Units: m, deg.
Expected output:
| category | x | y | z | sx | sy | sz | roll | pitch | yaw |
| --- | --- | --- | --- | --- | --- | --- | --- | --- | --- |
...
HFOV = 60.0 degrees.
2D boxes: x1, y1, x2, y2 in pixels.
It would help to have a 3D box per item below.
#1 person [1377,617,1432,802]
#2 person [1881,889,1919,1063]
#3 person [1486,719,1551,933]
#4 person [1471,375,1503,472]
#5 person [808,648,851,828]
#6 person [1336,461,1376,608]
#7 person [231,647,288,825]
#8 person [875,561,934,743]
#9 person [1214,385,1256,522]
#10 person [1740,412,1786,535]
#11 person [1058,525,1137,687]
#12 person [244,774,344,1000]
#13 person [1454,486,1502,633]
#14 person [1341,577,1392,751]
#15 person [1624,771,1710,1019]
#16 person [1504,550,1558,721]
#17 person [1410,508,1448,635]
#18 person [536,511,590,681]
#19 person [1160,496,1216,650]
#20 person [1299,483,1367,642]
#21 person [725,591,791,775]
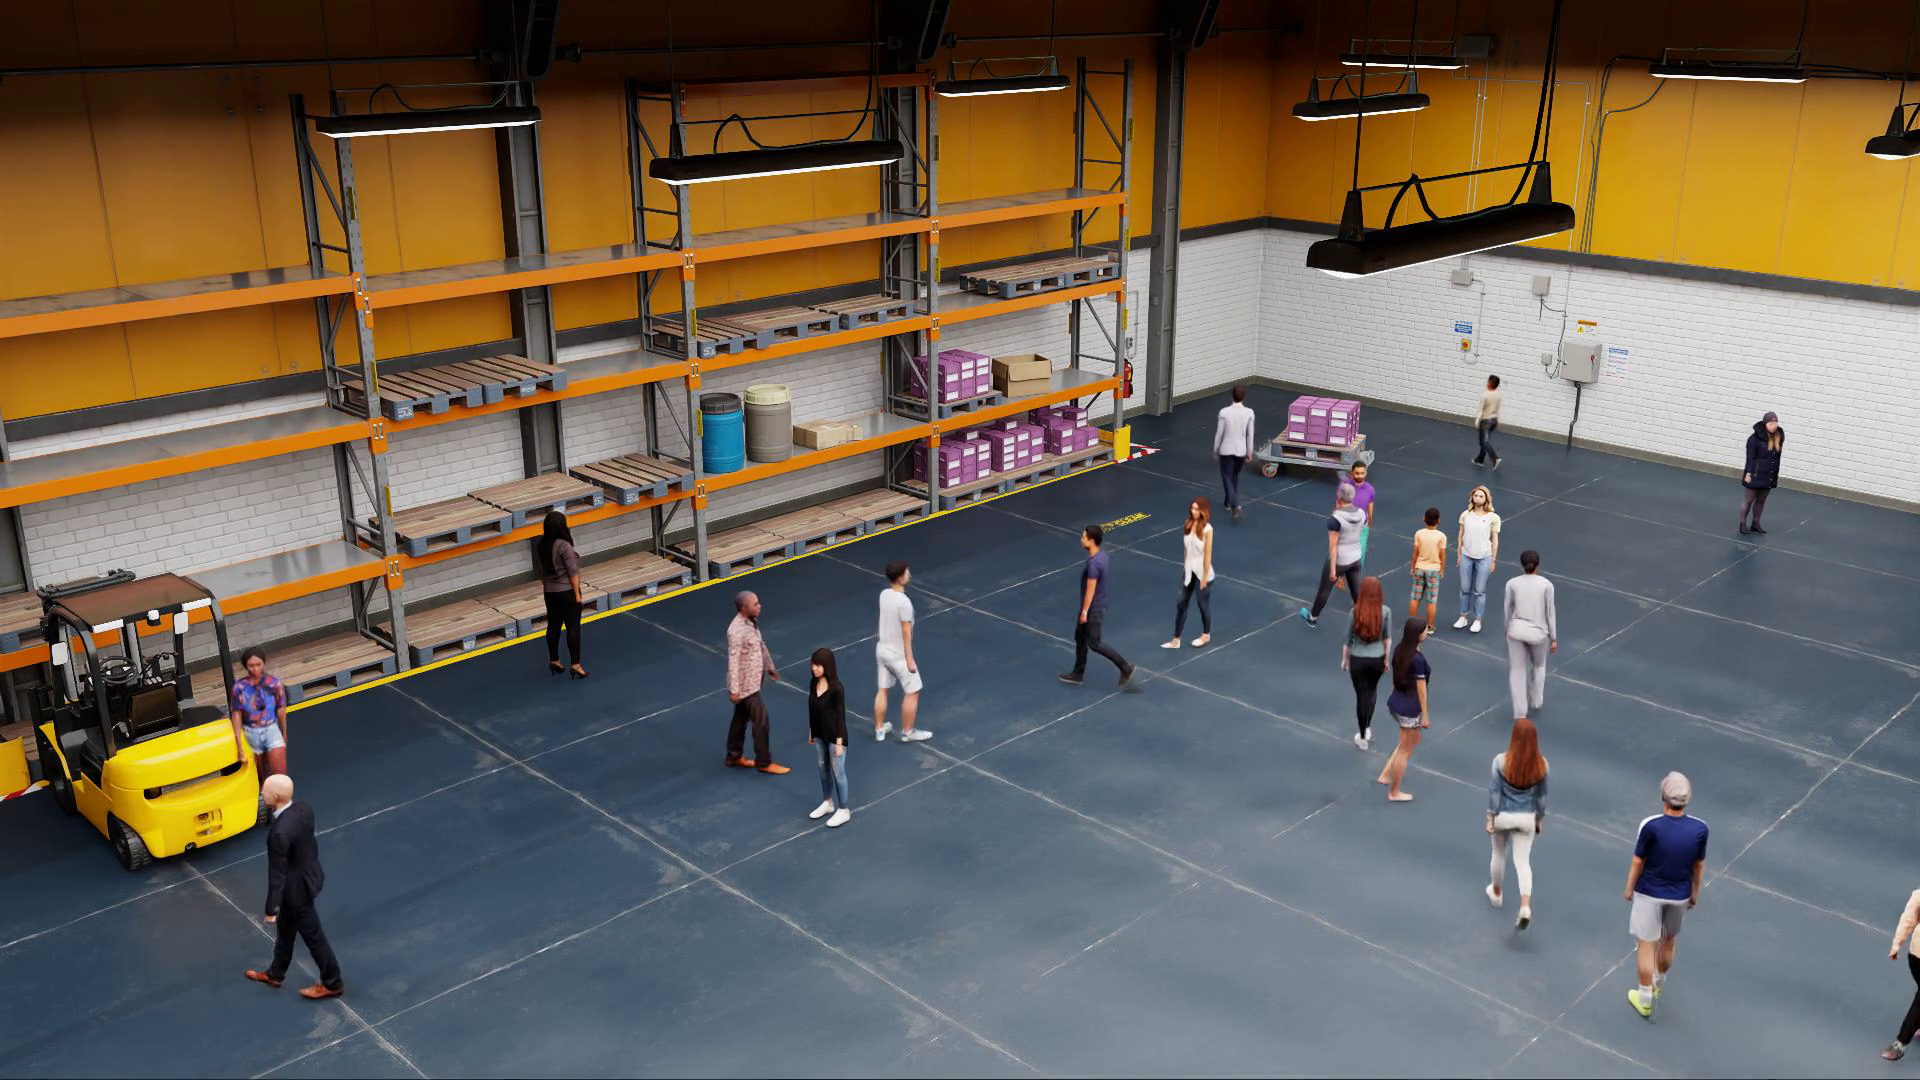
| category | x | y | z | sx | sy | sz | roll | pitch | yaw |
| --- | --- | --- | --- | --- | --- | --- | --- | --- | --- |
| person | 3.913 | 1.535 | 14.885 | 0.764 | 1.754 | 0.712 | -3 | 19 | -9 |
| person | 6.708 | 2.864 | 11.427 | 1.029 | 1.444 | 0.754 | -10 | 21 | -27 |
| person | 4.339 | 2.226 | 12.947 | 1.012 | 1.681 | 1.120 | 2 | 19 | 5 |
| person | 8.027 | -1.752 | 25.134 | 0.940 | 1.443 | 0.811 | -9 | 20 | -24 |
| person | -1.136 | 1.699 | 14.570 | 0.566 | 1.645 | 0.548 | 14 | 23 | 36 |
| person | 4.644 | -0.114 | 19.820 | 1.083 | 1.729 | 1.251 | 3 | 19 | 8 |
| person | -6.046 | 1.734 | 14.382 | 1.136 | 1.698 | 0.949 | -8 | 20 | -22 |
| person | -0.652 | 1.091 | 16.063 | 0.742 | 1.844 | 0.778 | -16 | 24 | -39 |
| person | 3.780 | -1.176 | 22.849 | 1.214 | 1.810 | 1.211 | -2 | 19 | -7 |
| person | 10.709 | -0.901 | 22.246 | 0.768 | 1.673 | 0.853 | -3 | 19 | -10 |
| person | 1.464 | 0.723 | 17.279 | 1.098 | 1.767 | 1.077 | 2 | 19 | 5 |
| person | -4.673 | 2.507 | 11.958 | 1.129 | 1.780 | 1.049 | -1 | 19 | -4 |
| person | 5.866 | 0.207 | 18.878 | 0.671 | 1.722 | 0.634 | 11 | 21 | 29 |
| person | 3.906 | 1.209 | 15.881 | 0.721 | 1.737 | 0.782 | 0 | 19 | 0 |
| person | 5.009 | 2.521 | 11.825 | 0.864 | 1.839 | 0.925 | 1 | 19 | 2 |
| person | 5.648 | 0.982 | 16.605 | 0.870 | 1.705 | 0.946 | 10 | 21 | 27 |
| person | 5.316 | 0.344 | 18.885 | 0.579 | 1.459 | 0.572 | 9 | 21 | 24 |
| person | -4.214 | 0.583 | 17.576 | 0.712 | 1.841 | 0.692 | 10 | 21 | 27 |
| person | 2.691 | 0.360 | 18.365 | 0.945 | 1.761 | 0.710 | -14 | 23 | -35 |
| person | 4.343 | 0.312 | 18.496 | 1.239 | 1.768 | 1.046 | -9 | 21 | -26 |
| person | -2.077 | 1.319 | 15.477 | 1.021 | 1.786 | 0.971 | 1 | 19 | 2 |
